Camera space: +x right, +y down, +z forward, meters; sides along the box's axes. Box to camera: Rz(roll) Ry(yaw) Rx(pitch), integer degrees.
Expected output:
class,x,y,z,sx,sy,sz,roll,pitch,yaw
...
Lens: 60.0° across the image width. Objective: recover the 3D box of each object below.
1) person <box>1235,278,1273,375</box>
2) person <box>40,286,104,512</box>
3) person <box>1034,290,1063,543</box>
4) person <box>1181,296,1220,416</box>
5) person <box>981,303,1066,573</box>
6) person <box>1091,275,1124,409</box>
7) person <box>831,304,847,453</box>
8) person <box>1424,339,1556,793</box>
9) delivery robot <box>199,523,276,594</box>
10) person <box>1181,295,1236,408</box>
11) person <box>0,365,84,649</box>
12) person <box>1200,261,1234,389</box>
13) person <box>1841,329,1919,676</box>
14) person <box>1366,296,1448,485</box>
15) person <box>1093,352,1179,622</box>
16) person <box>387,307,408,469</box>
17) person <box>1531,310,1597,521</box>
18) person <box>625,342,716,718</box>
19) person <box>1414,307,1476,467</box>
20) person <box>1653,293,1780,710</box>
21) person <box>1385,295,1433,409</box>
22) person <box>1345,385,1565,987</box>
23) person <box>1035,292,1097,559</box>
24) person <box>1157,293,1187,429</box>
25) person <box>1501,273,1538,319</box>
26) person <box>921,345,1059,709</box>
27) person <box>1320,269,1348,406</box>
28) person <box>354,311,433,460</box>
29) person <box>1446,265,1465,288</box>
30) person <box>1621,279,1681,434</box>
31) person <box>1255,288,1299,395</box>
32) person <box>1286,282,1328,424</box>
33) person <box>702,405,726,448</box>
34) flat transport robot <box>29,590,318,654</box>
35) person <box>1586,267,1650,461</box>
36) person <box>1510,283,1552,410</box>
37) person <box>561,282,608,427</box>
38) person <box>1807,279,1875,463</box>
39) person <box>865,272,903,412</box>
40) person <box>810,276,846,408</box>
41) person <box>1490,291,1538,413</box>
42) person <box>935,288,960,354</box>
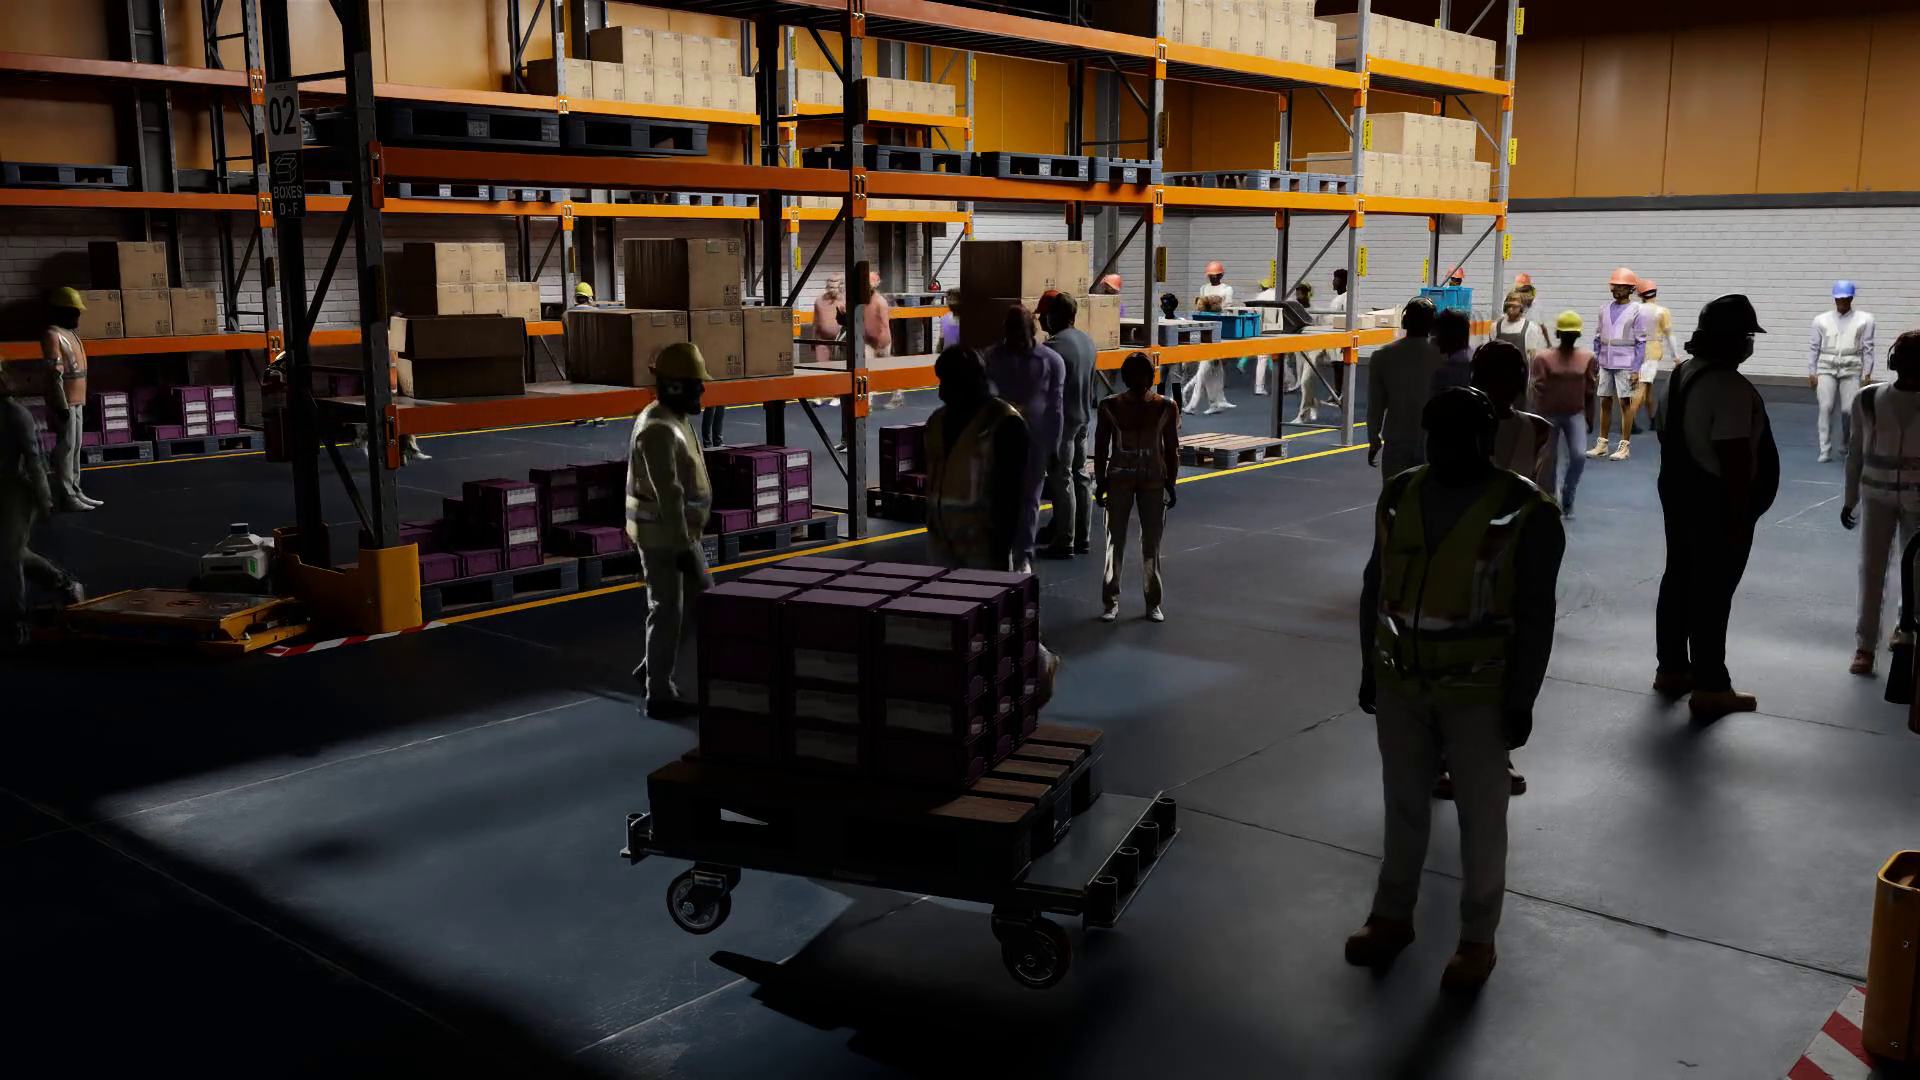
class,x,y,z,sx,sy,sz,roll,pitch,yaw
person,5.343,-3.793,29.596,0.863,1.735,0.536,1,10,6
person,-7.657,-1.209,14.317,0.375,1.927,0.585,-2,10,-13
person,0.716,-0.939,12.748,0.362,1.938,0.545,4,11,21
person,3.228,-2.476,22.420,0.833,1.603,0.511,-5,11,-26
person,0.405,-0.690,11.468,0.649,1.884,0.605,1,10,6
person,2.005,-2.757,23.266,0.657,1.888,0.413,1,10,8
person,-1.248,-1.782,18.394,0.308,1.641,0.511,-4,11,-20
person,2.182,0.115,6.906,0.572,1.883,0.356,-1,10,-8
delivery robot,-4.437,0.138,10.281,0.477,0.478,0.707,-2,10,-9
person,3.494,-2.663,23.509,0.781,1.605,0.501,3,10,15
person,-5.389,-0.258,9.547,0.512,1.703,0.739,5,11,24
person,4.052,-3.415,26.548,0.605,2.042,0.391,8,13,39
person,5.115,-0.229,9.022,0.585,1.838,0.986,7,12,33
person,2.999,-0.633,10.999,0.628,1.940,0.378,4,11,24
person,1.063,-0.317,10.055,0.520,1.640,0.307,0,10,2
person,-5.869,-1.567,17.007,0.317,1.696,0.540,0,10,2
person,4.955,-1.008,13.663,0.535,1.752,0.391,1,10,8
person,-1.374,-0.039,7.977,0.428,1.813,0.614,1,10,3
person,2.948,-0.469,10.196,0.974,1.891,0.639,8,13,40
person,3.756,-0.198,8.237,0.537,2.000,0.682,-1,10,-5
person,4.164,-1.337,15.355,0.850,1.811,0.651,-9,14,-43
person,1.507,0.442,5.160,0.626,1.844,0.429,9,13,42
person,0.769,-0.830,12.122,0.353,1.937,0.635,7,12,34
person,2.602,-2.228,20.774,0.542,1.695,0.316,6,12,32
person,8.558,-3.145,25.482,0.892,1.888,0.601,-10,14,-44
person,0.109,-0.012,7.818,0.626,1.818,0.749,9,13,42
person,5.433,-2.894,23.795,0.367,1.966,0.607,-1,10,-7
person,-6.097,-1.641,17.737,0.805,1.596,0.503,-1,10,-3
person,7.422,-3.139,25.109,0.623,1.992,0.397,-5,11,-26
person,8.393,-2.235,20.334,0.977,1.873,0.577,-6,12,-33
person,4.901,-3.166,25.670,0.669,1.852,1.012,8,13,39
person,4.516,-2.416,21.509,0.577,1.829,0.848,8,13,40
person,-2.609,-1.681,17.836,0.284,1.633,0.500,4,11,23
flat transport robot,-4.519,0.453,9.565,1.431,0.197,0.652,3,10,15
person,6.997,-1.868,17.724,0.365,2.048,0.608,-6,12,-33
person,7.543,-2.513,22.134,0.612,1.807,0.986,-6,11,-29
person,-4.723,-2.331,21.005,0.595,1.827,0.403,3,10,15
person,9.278,-1.779,17.547,0.631,1.928,0.531,6,12,32
person,-1.103,-2.734,23.024,0.627,1.947,0.962,9,13,42
person,-1.846,-2.790,23.522,0.718,1.855,0.891,3,10,14
person,5.818,-1.713,17.517,0.522,1.817,0.886,6,12,32
person,-0.065,-2.020,19.310,0.989,1.787,0.591,-9,13,-42
